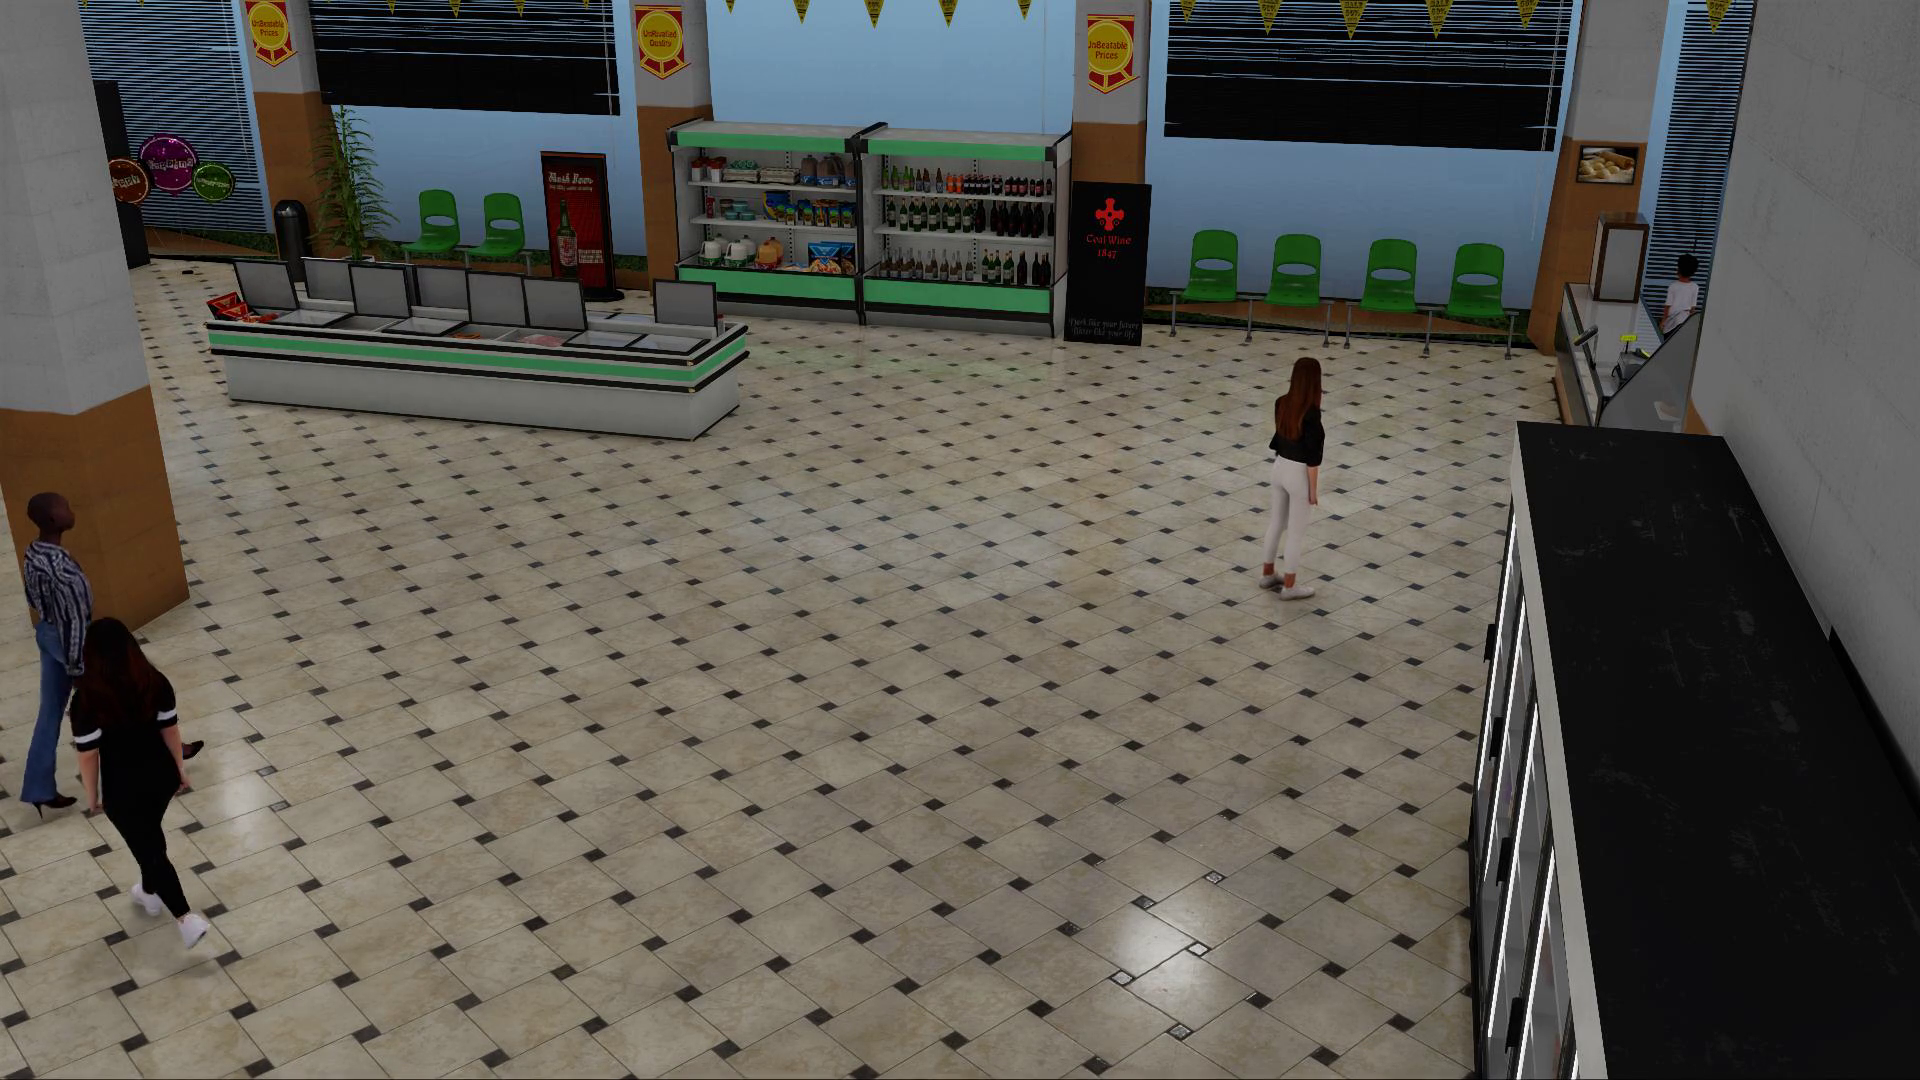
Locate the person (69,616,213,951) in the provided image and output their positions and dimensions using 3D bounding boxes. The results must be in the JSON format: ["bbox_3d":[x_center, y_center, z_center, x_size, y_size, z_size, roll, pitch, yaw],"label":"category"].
[{"bbox_3d":[-3.751,1.146,7.648,1.168,1.611,0.942,19,29,39],"label":"person"}]

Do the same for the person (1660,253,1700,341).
[{"bbox_3d":[7.107,-2.203,16.449,0.535,1.262,0.620,-3,22,-7],"label":"person"}]

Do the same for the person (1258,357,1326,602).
[{"bbox_3d":[2.290,-0.428,11.449,0.713,1.697,0.658,-11,25,-26],"label":"person"}]

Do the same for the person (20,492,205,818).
[{"bbox_3d":[-4.755,0.641,8.726,1.210,1.744,1.069,18,28,38],"label":"person"}]
